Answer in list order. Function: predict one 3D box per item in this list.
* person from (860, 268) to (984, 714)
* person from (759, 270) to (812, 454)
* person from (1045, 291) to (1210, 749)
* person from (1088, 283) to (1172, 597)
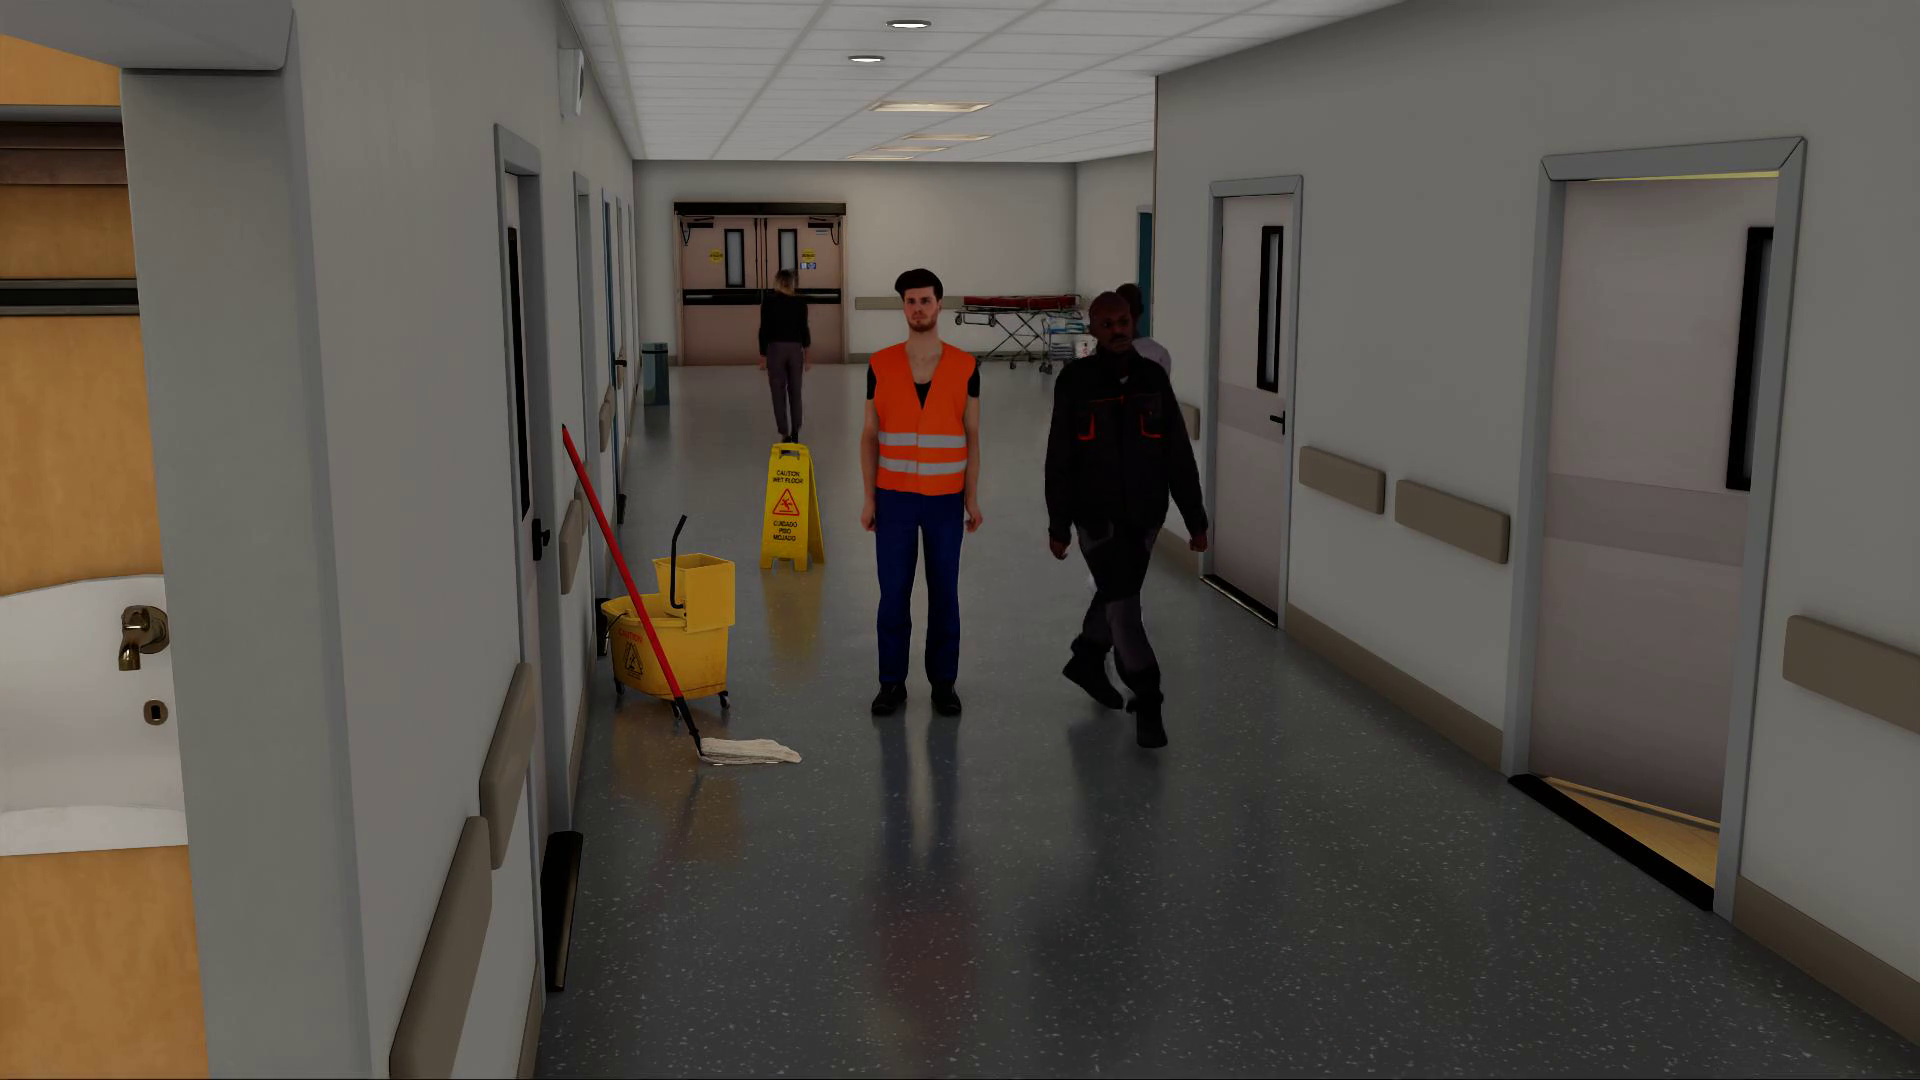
[{"bbox_3d":[-0.169,-0.208,7.105,0.724,1.889,0.684,0,11,0],"label":"person"},{"bbox_3d":[-1.570,-1.607,15.103,0.666,1.655,0.679,-4,12,-22],"label":"person"},{"bbox_3d":[0.606,-0.109,6.847,0.918,1.789,1.262,-4,12,-21],"label":"person"},{"bbox_3d":[0.883,-0.411,8.566,0.731,1.744,1.050,0,11,-1],"label":"person"}]
